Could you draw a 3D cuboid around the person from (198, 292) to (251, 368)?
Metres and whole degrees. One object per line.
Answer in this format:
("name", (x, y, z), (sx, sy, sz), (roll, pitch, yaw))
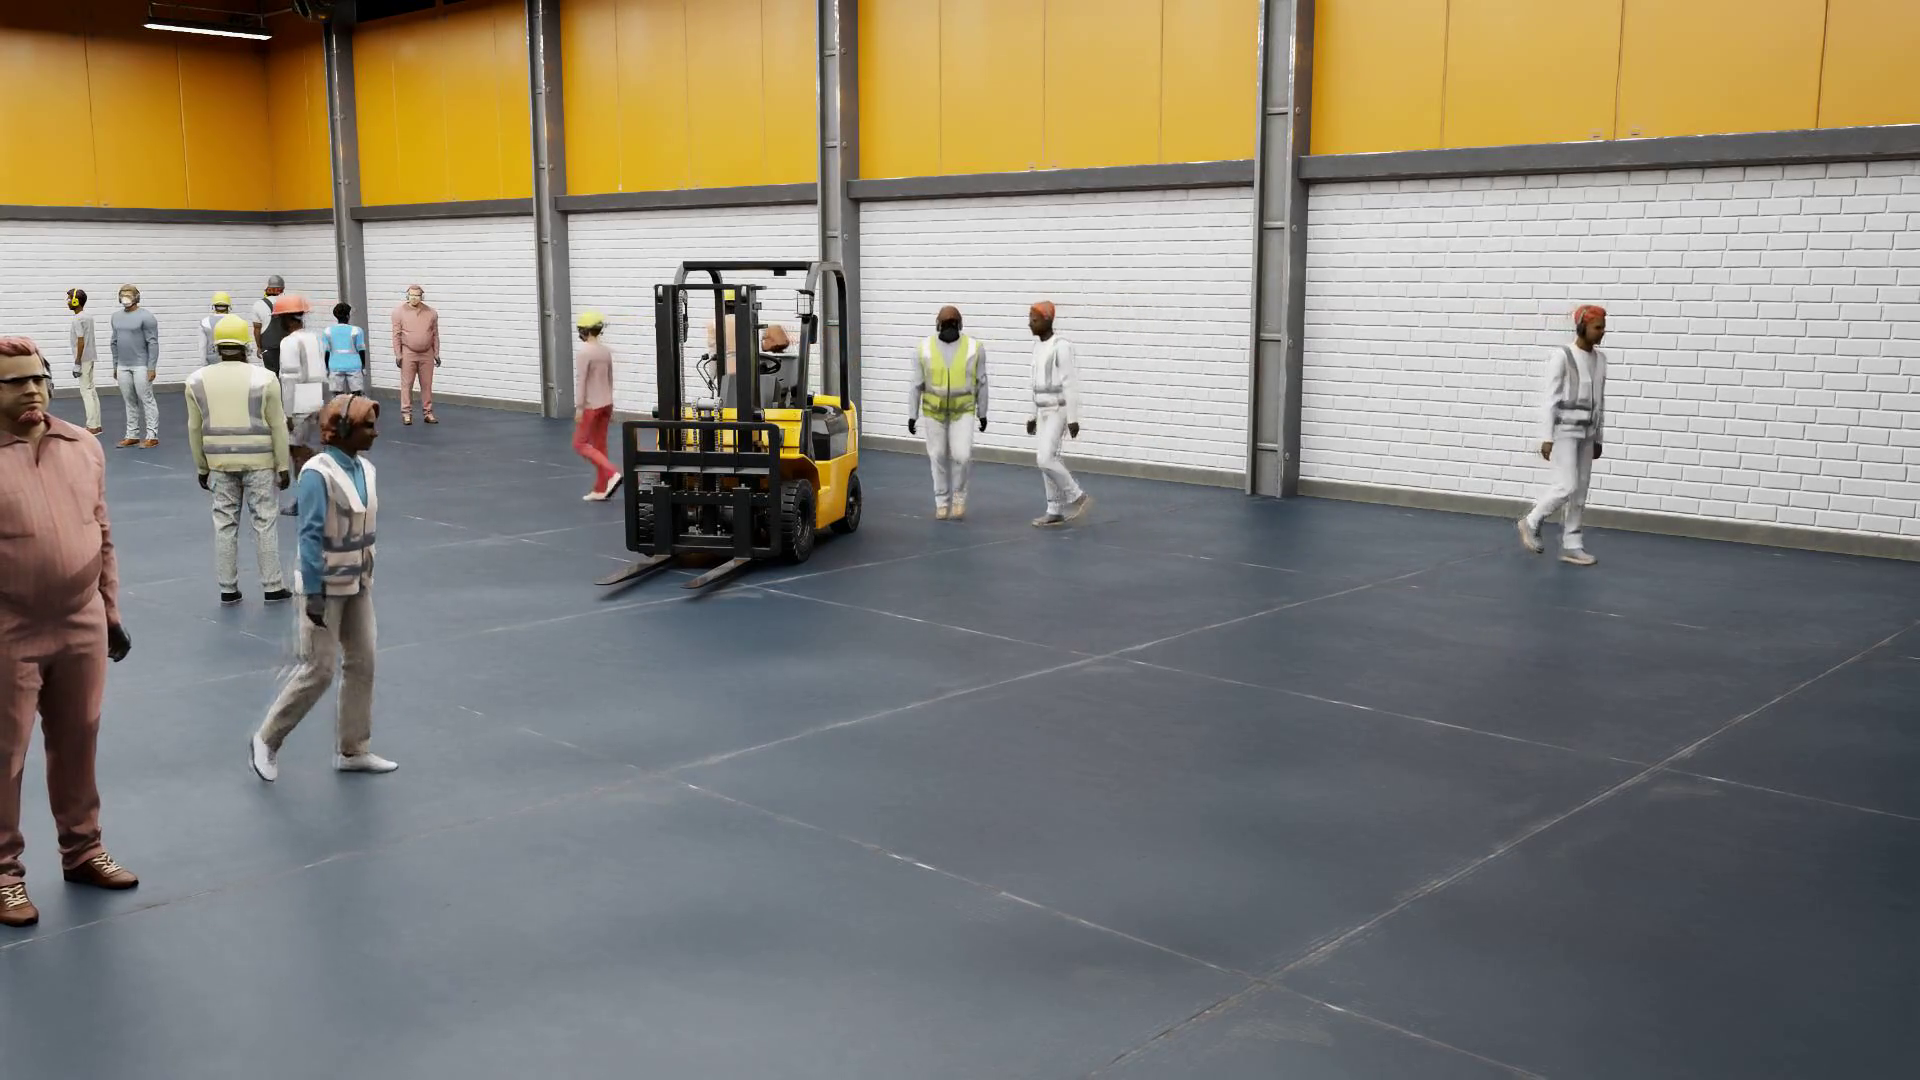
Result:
("person", (-9.391, -2.254, 21.278), (0.602, 1.827, 0.404), (-4, 10, -21))

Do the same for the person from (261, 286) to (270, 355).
("person", (-10.995, -3.152, 26.696), (0.521, 1.862, 0.335), (-6, 11, -34))

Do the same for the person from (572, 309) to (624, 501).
("person", (-3.279, -1.203, 15.042), (0.448, 1.756, 0.540), (3, 10, 20))

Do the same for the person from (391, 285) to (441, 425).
("person", (-7.409, -2.526, 22.727), (0.641, 1.904, 0.401), (-6, 11, -34))

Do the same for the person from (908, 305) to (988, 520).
("person", (-0.105, -1.063, 13.994), (0.675, 1.821, 0.473), (0, 9, 1))

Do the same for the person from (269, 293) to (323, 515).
("person", (-5.632, -1.153, 14.275), (0.498, 1.922, 0.541), (1, 9, 3))

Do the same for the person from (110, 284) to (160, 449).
("person", (-9.762, -2.045, 19.664), (0.635, 1.940, 0.367), (3, 10, 16))

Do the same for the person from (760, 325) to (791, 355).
("person", (-1.732, -1.146, 15.139), (0.604, 1.614, 0.516), (5, 11, 28))

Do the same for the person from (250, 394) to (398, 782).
("person", (-2.660, 0.198, 6.899), (0.553, 1.610, 0.535), (2, 9, 9))

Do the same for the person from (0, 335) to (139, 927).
("person", (-3.041, 0.284, 5.482), (0.407, 1.906, 0.655), (5, 10, 28))

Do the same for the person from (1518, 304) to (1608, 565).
("person", (4.375, -0.757, 11.973), (0.609, 1.870, 0.493), (-6, 11, -32))

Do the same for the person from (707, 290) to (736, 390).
("person", (-2.570, -1.887, 18.728), (0.587, 1.927, 0.363), (-6, 11, -31))

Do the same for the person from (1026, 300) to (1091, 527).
("person", (0.761, -1.016, 13.569), (0.450, 1.863, 0.632), (-4, 10, -22))

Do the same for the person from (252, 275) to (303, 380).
("person", (-9.939, -2.850, 24.289), (0.684, 2.000, 0.536), (-3, 10, -19))

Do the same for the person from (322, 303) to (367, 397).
("person", (-7.796, -2.157, 21.101), (0.532, 1.692, 0.322), (-1, 9, -7))

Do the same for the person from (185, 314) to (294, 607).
("person", (-4.506, -0.492, 10.452), (0.595, 1.837, 0.404), (-1, 9, -5))

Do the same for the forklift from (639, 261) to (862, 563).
("forklift", (-1.552, -1.040, 12.721), (1.214, 2.155, 2.313), (2, 9, 11))

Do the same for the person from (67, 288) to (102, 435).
("person", (-11.190, -2.262, 21.202), (0.328, 1.872, 0.514), (-2, 9, -12))
